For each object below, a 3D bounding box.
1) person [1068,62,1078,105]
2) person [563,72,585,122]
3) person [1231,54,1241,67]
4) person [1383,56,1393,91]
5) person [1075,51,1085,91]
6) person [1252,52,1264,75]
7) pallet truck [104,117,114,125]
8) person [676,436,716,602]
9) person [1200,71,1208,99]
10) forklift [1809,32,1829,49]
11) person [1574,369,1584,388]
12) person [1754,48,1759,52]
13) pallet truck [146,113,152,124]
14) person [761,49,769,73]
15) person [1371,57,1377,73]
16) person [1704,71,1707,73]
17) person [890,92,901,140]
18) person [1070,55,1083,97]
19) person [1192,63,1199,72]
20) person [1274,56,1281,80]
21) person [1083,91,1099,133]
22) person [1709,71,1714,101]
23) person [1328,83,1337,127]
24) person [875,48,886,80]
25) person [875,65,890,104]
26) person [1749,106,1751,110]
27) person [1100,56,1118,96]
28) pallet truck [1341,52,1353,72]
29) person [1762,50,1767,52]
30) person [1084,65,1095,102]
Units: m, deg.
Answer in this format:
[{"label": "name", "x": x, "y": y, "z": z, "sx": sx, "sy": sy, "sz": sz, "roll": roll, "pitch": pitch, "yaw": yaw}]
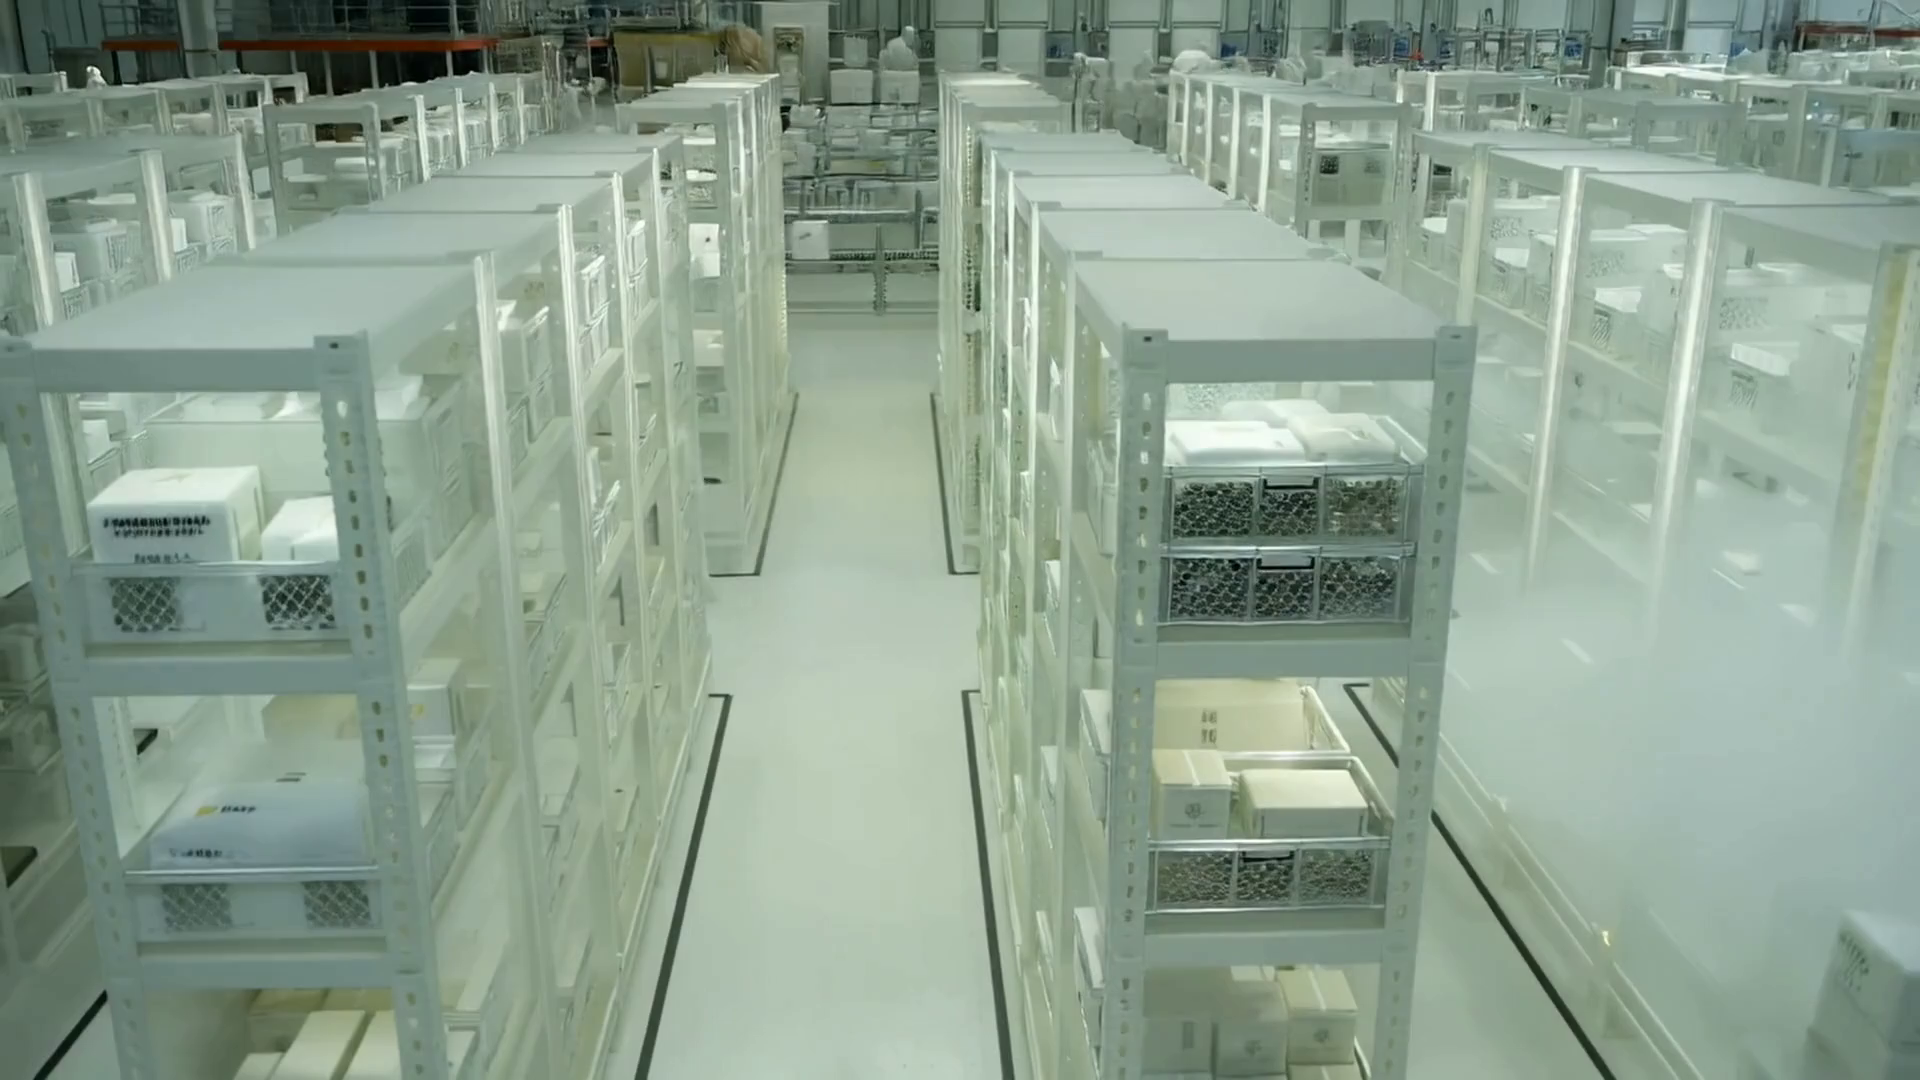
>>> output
[{"label": "person", "x": 4.932, "y": -19.858, "z": 72.379, "sx": 0.429, "sy": 1.844, "sz": 0.625, "roll": -2, "pitch": 18, "yaw": -5}, {"label": "person", "x": -14.555, "y": -16.596, "z": 62.314, "sx": 1.020, "sy": 1.817, "sz": 0.580, "roll": 4, "pitch": 18, "yaw": 12}, {"label": "person", "x": 13.310, "y": -22.393, "z": 80.028, "sx": 0.798, "sy": 1.969, "sz": 0.615, "roll": -12, "pitch": 21, "yaw": -33}, {"label": "person", "x": 21.529, "y": -23.492, "z": 83.758, "sx": 0.560, "sy": 1.748, "sz": 0.410, "roll": -4, "pitch": 18, "yaw": -11}, {"label": "person", "x": 6.082, "y": -23.819, "z": 84.487, "sx": 0.605, "sy": 1.935, "sz": 0.425, "roll": -17, "pitch": 25, "yaw": -42}, {"label": "person", "x": 14.910, "y": -23.396, "z": 83.192, "sx": 0.594, "sy": 1.922, "sz": 0.386, "roll": 7, "pitch": 19, "yaw": 20}, {"label": "pallet truck", "x": -18.367, "y": -7.885, "z": 35.078, "sx": 1.885, "sy": 1.965, "sz": 0.823, "roll": 1, "pitch": 18, "yaw": 2}, {"label": "person", "x": -2.251, "y": -0.376, "z": 12.150, "sx": 0.934, "sy": 1.801, "sz": 0.593, "roll": 0, "pitch": 18, "yaw": 1}, {"label": "person", "x": 8.439, "y": -15.193, "z": 57.623, "sx": 0.683, "sy": 2.000, "sz": 0.538, "roll": -2, "pitch": 18, "yaw": -5}, {"label": "forklift", "x": 45.950, "y": -25.863, "z": 89.297, "sx": 1.129, "sy": 2.768, "sz": 1.873, "roll": -1, "pitch": 18, "yaw": -2}, {"label": "person", "x": 4.597, "y": -0.700, "z": 12.898, "sx": 0.641, "sy": 1.966, "sz": 0.635, "roll": -7, "pitch": 19, "yaw": -20}, {"label": "person", "x": 43.492, "y": -25.956, "z": 91.088, "sx": 0.545, "sy": 1.942, "sz": 0.352, "roll": 1, "pitch": 18, "yaw": 4}, {"label": "pallet truck", "x": -18.087, "y": -8.309, "z": 36.390, "sx": 1.885, "sy": 1.965, "sz": 0.823, "roll": -1, "pitch": 18, "yaw": -4}, {"label": "person", "x": -10.407, "y": -25.368, "z": 89.242, "sx": 0.920, "sy": 1.963, "sz": 0.623, "roll": -16, "pitch": 24, "yaw": -40}, {"label": "person", "x": 20.554, "y": -23.051, "z": 82.451, "sx": 0.762, "sy": 1.720, "sz": 0.483, "roll": 15, "pitch": 23, "yaw": 38}, {"label": "person", "x": 27.212, "y": -16.228, "z": 61.011, "sx": 0.958, "sy": 1.935, "sz": 0.595, "roll": -8, "pitch": 20, "yaw": -23}, {"label": "person", "x": -1.895, "y": -12.346, "z": 49.259, "sx": 0.322, "sy": 1.765, "sz": 0.523, "roll": -6, "pitch": 19, "yaw": -18}, {"label": "person", "x": 5.492, "y": -21.848, "z": 78.398, "sx": 0.594, "sy": 1.926, "sz": 0.368, "roll": 3, "pitch": 18, "yaw": 9}, {"label": "person", "x": 9.273, "y": -17.783, "z": 65.661, "sx": 0.603, "sy": 2.034, "sz": 0.417, "roll": 5, "pitch": 19, "yaw": 16}, {"label": "person", "x": 16.301, "y": -23.985, "z": 85.404, "sx": 0.366, "sy": 1.686, "sz": 0.546, "roll": 1, "pitch": 18, "yaw": 2}, {"label": "person", "x": 3.837, "y": -12.228, "z": 48.776, "sx": 0.541, "sy": 1.841, "sz": 0.761, "roll": -3, "pitch": 18, "yaw": -8}, {"label": "person", "x": 33.487, "y": -20.506, "z": 74.439, "sx": 0.831, "sy": 1.823, "sz": 0.521, "roll": 4, "pitch": 18, "yaw": 12}, {"label": "person", "x": 12.763, "y": -14.936, "z": 57.439, "sx": 0.813, "sy": 1.660, "sz": 0.539, "roll": -1, "pitch": 18, "yaw": -2}, {"label": "person", "x": -4.450, "y": -26.712, "z": 93.550, "sx": 0.953, "sy": 1.878, "sz": 0.628, "roll": -6, "pitch": 19, "yaw": -18}, {"label": "person", "x": -3.314, "y": -19.150, "z": 70.308, "sx": 1.004, "sy": 1.784, "sz": 0.679, "roll": 6, "pitch": 19, "yaw": 19}, {"label": "person", "x": 21.944, "y": -11.548, "z": 46.718, "sx": 0.604, "sy": 1.813, "sz": 0.568, "roll": 0, "pitch": 18, "yaw": 0}, {"label": "person", "x": 7.251, "y": -22.203, "z": 79.543, "sx": 0.957, "sy": 1.908, "sz": 0.633, "roll": 1, "pitch": 18, "yaw": 3}, {"label": "pallet truck", "x": 18.794, "y": -23.123, "z": 82.231, "sx": 0.823, "sy": 1.965, "sz": 1.885, "roll": -13, "pitch": 22, "yaw": -35}, {"label": "person", "x": 42.927, "y": -25.278, "z": 89.066, "sx": 0.631, "sy": 1.908, "sz": 0.933, "roll": 8, "pitch": 19, "yaw": 22}, {"label": "person", "x": 5.446, "y": -18.937, "z": 69.555, "sx": 0.515, "sy": 1.837, "sz": 0.880, "roll": 10, "pitch": 20, "yaw": 28}]
